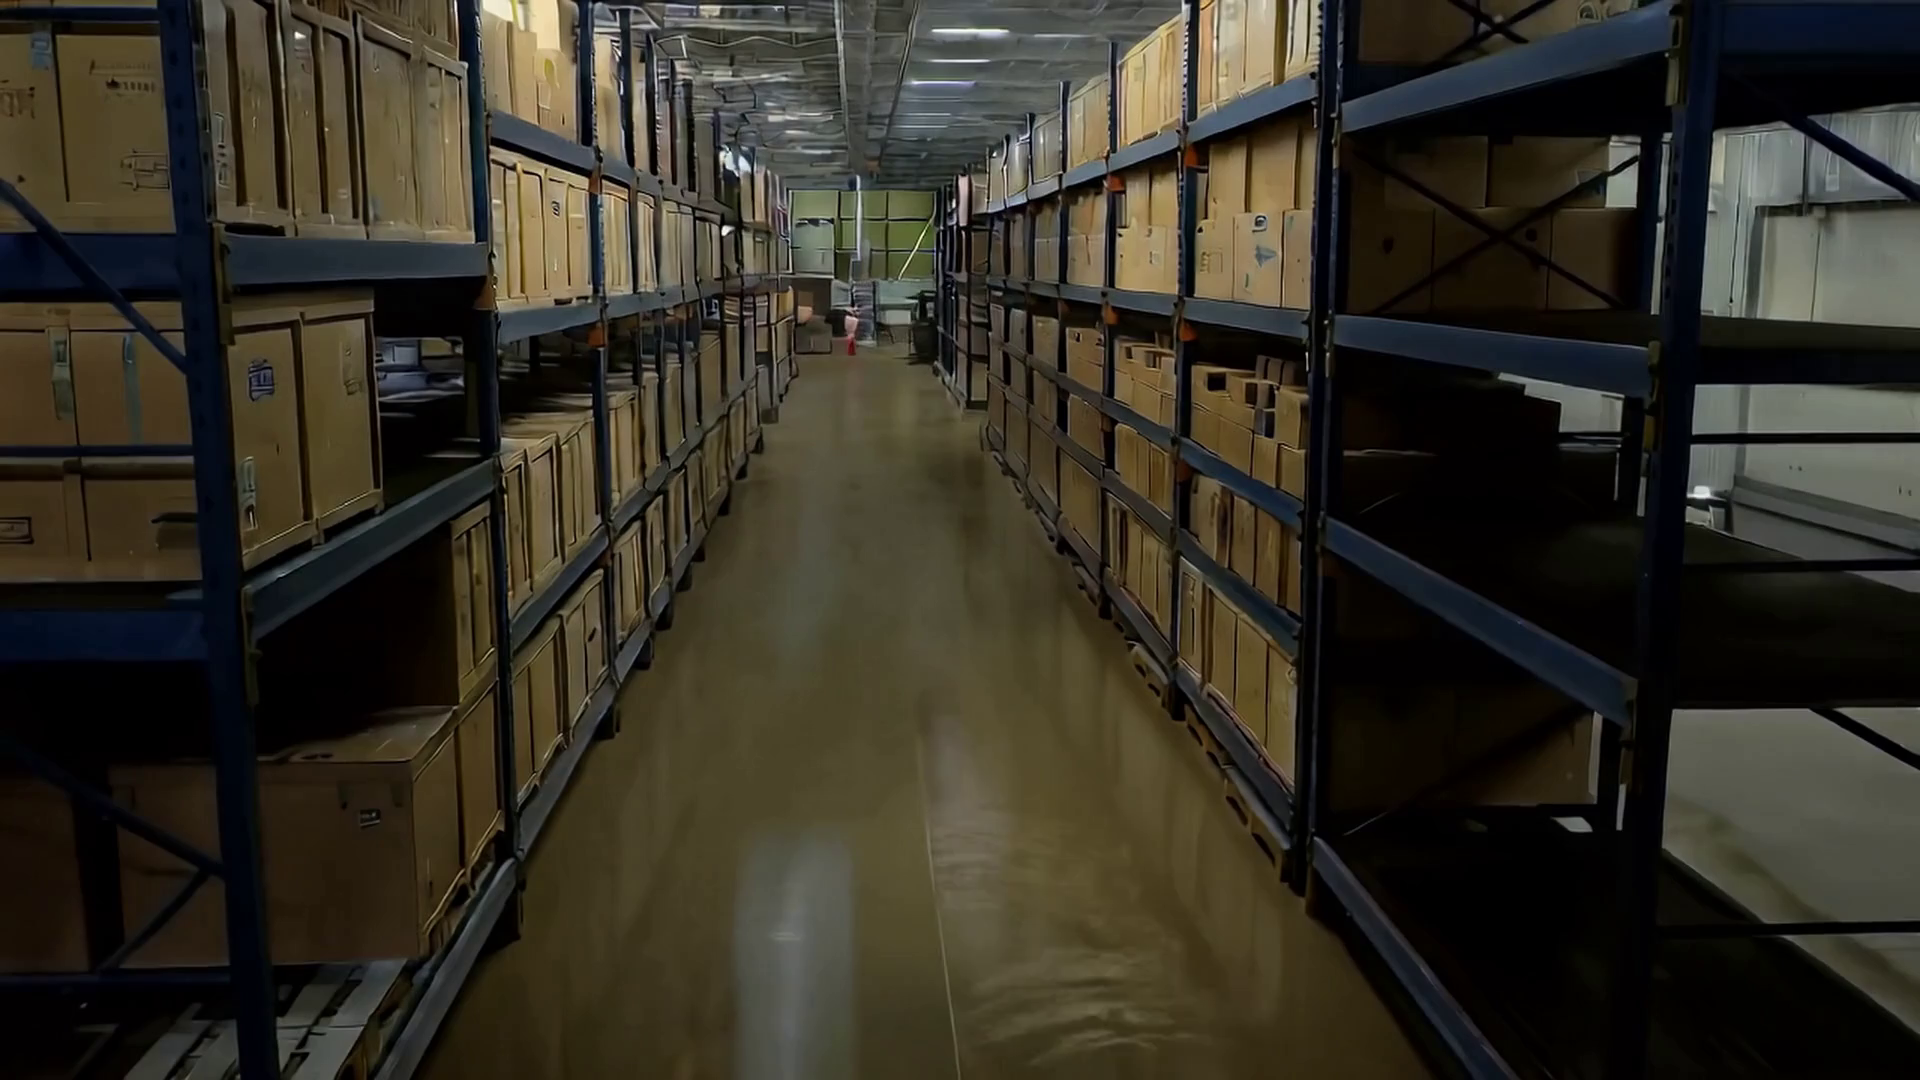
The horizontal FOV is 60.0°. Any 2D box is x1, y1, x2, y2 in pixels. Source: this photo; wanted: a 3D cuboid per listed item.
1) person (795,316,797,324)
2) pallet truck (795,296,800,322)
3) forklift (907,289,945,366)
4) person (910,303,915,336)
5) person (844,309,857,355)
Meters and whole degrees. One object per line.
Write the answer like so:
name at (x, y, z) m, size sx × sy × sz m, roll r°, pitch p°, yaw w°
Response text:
person at (-7.677, -9.667, 75.810) m, size 0.538 × 1.676 × 0.726 m, roll -3°, pitch 10°, yaw -15°
pallet truck at (-8.622, -12.439, 91.403) m, size 1.885 × 1.965 × 0.823 m, roll 2°, pitch 10°, yaw 13°
forklift at (-1.015, -7.840, 61.298) m, size 1.129 × 2.768 × 1.873 m, roll 5°, pitch 11°, yaw 28°
person at (-2.464, -11.503, 86.752) m, size 0.319 × 1.686 × 0.539 m, roll 4°, pitch 10°, yaw 21°
person at (-4.502, -8.602, 68.843) m, size 0.559 × 1.872 × 0.982 m, roll 1°, pitch 10°, yaw 7°
